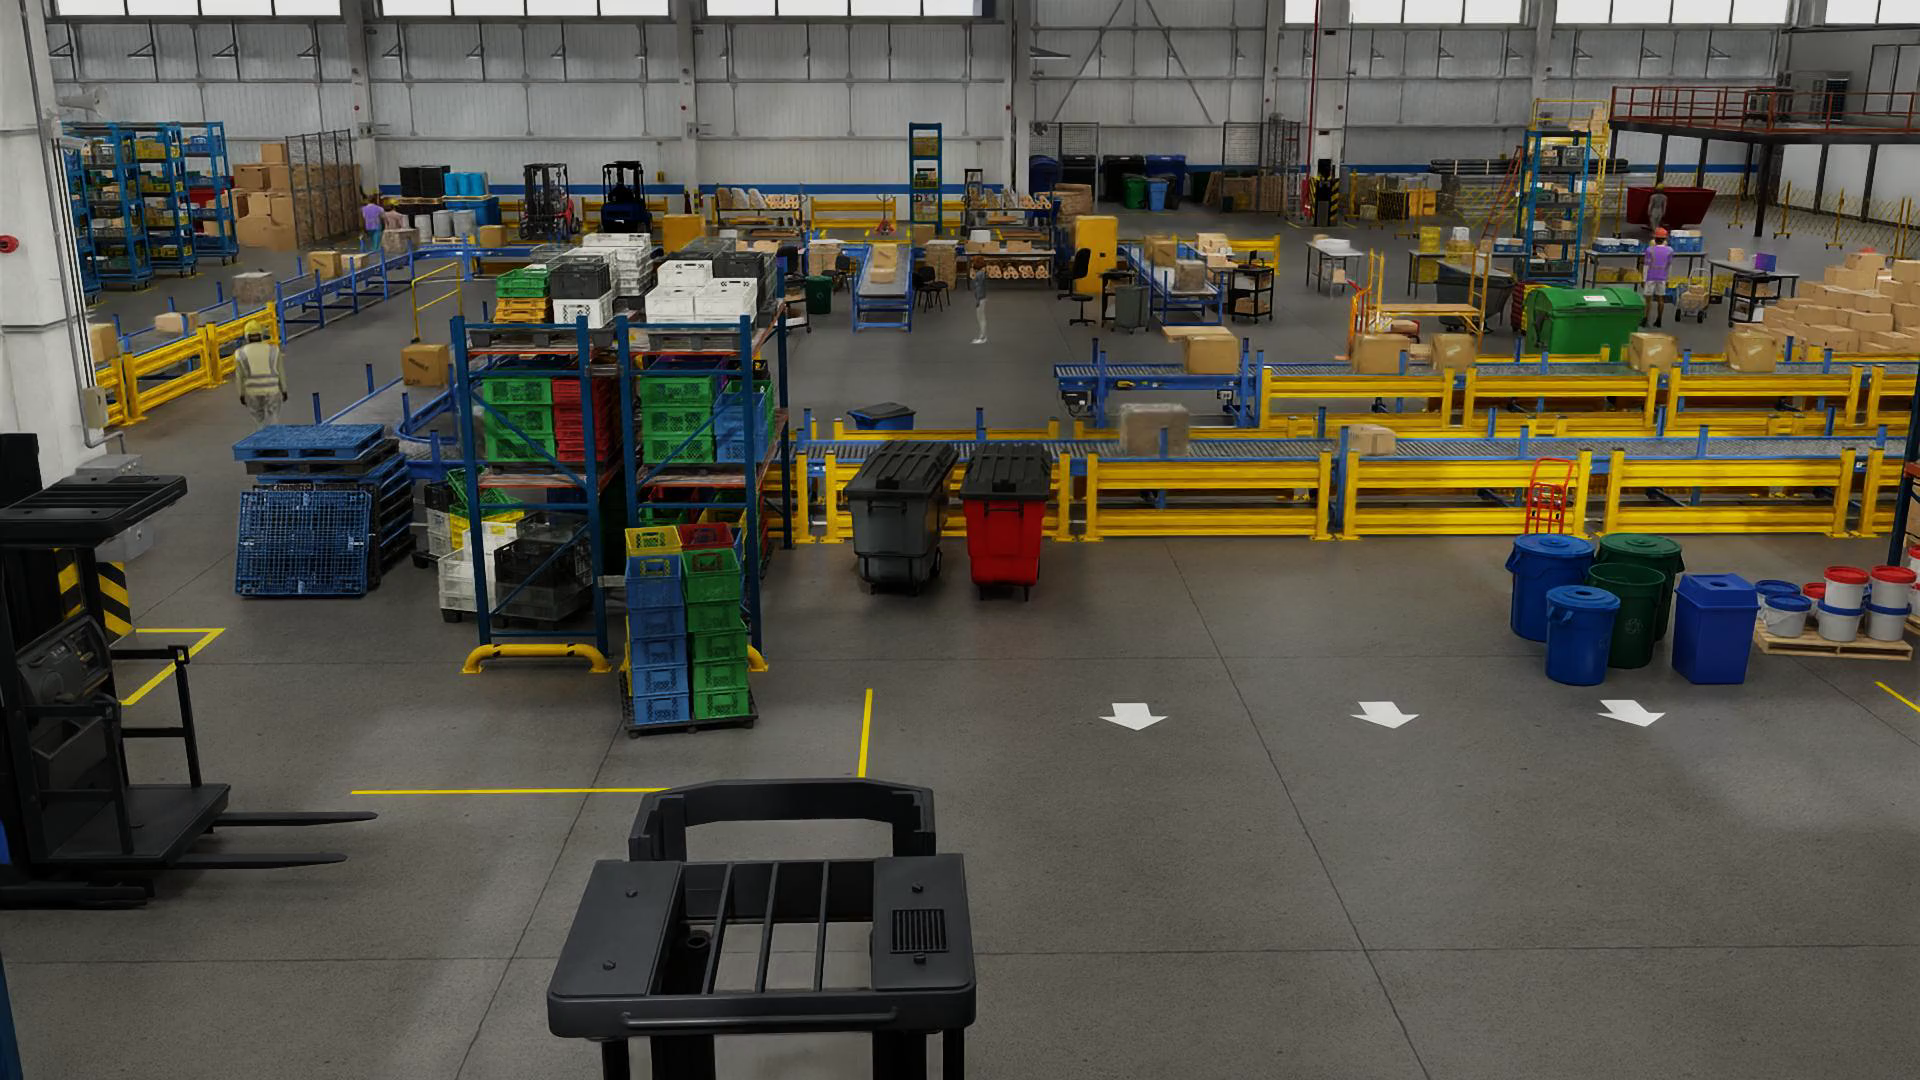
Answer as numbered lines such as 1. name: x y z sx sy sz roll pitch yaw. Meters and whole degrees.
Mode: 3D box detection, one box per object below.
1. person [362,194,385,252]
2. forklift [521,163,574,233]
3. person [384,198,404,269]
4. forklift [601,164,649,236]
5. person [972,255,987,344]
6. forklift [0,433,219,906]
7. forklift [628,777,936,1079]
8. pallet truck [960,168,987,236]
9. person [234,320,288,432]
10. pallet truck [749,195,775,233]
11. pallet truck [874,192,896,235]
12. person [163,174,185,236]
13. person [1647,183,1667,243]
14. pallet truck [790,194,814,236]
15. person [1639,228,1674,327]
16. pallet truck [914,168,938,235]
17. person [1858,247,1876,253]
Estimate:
1. person: -14.990 -7.950 42.656 0.586 1.792 0.989 3 16 9
2. forklift: -12.233 -10.122 49.298 1.157 1.987 2.680 0 16 -1
3. person: -14.192 -7.687 41.792 0.537 1.759 0.404 4 17 13
4. forklift: -9.948 -10.127 49.296 1.157 1.987 2.680 -1 16 -3
5. person: 0.362 -4.453 30.793 0.282 1.624 0.494 0 16 1
6. forklift: -5.952 0.780 10.366 1.873 2.768 1.129 0 16 -1
7. forklift: -0.542 2.165 5.552 1.129 2.768 1.873 -1 16 -2
8. pallet truck: 0.383 -10.230 50.206 0.823 1.965 1.885 -1 16 -3
9. person: -9.174 -1.981 21.846 0.618 1.819 0.413 -7 18 -23
10. pallet truck: -6.051 -9.967 50.660 0.680 1.201 1.601 0 16 -1
11. pallet truck: -2.277 -9.986 50.594 0.653 1.274 1.630 0 16 -1
12. person: -22.804 -9.686 48.316 0.612 1.997 0.375 1 16 5
13. person: 19.950 -9.332 47.565 0.492 1.721 0.616 -2 16 -5
14. pallet truck: -4.814 -9.883 50.259 0.704 1.261 1.522 -1 16 -3
15. person: 13.650 -5.136 32.641 0.570 1.926 0.387 1 16 3
16. pallet truck: -0.989 -10.316 50.507 0.823 1.965 1.885 1 16 3
17. person: 15.772 -4.210 29.401 0.624 1.941 0.966 -14 21 -41
